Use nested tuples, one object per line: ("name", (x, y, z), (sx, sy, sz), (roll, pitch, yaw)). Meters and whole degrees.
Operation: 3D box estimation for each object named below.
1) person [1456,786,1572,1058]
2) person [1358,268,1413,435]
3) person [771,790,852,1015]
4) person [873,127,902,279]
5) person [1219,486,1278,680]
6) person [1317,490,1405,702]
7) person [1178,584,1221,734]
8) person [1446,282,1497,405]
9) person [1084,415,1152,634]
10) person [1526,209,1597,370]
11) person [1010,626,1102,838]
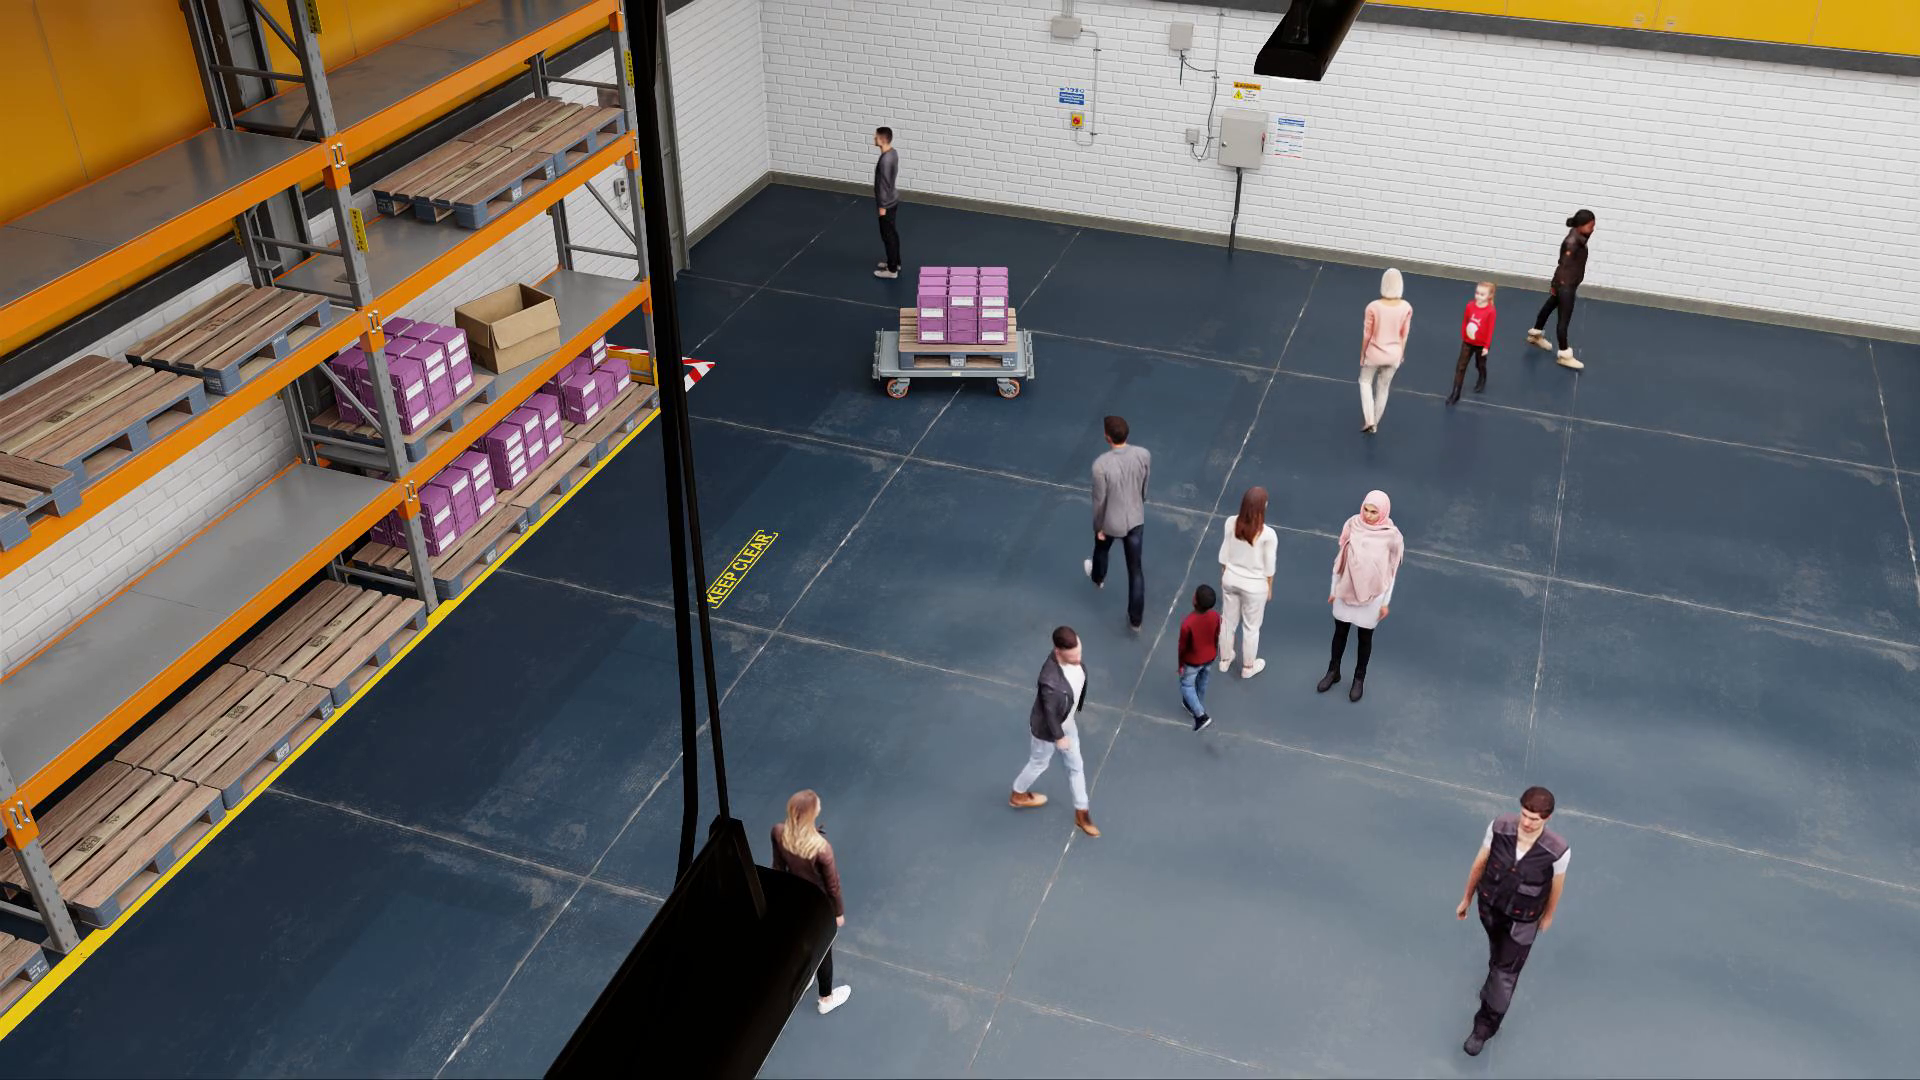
("person", (3.354, 2.142, 10.000), (0.897, 1.817, 1.143), (27, 42, 35))
("person", (4.069, -1.745, 15.939), (0.714, 1.715, 0.821), (2, 34, 3))
("person", (-0.919, 2.181, 10.043), (0.640, 1.704, 0.552), (18, 38, 25))
("person", (-0.825, -3.891, 19.126), (0.721, 1.761, 0.556), (3, 34, 4))
("person", (2.214, 0.321, 12.856), (0.644, 1.688, 0.609), (20, 38, 27))
("person", (3.036, 0.412, 12.615), (0.661, 1.804, 0.631), (16, 37, 23))
("person", (1.807, 0.894, 12.395), (0.733, 1.244, 0.786), (-16, 37, -22))
("person", (5.224, -2.008, 16.740), (0.641, 1.267, 0.944), (21, 39, 28))
("person", (1.329, -0.097, 13.373), (1.138, 1.812, 1.340), (-7, 34, -11))
("person", (6.453, -2.622, 17.315), (0.812, 1.652, 0.939), (-1, 34, -2))
("person", (0.590, 1.230, 11.404), (0.924, 1.781, 1.012), (15, 36, 21))
